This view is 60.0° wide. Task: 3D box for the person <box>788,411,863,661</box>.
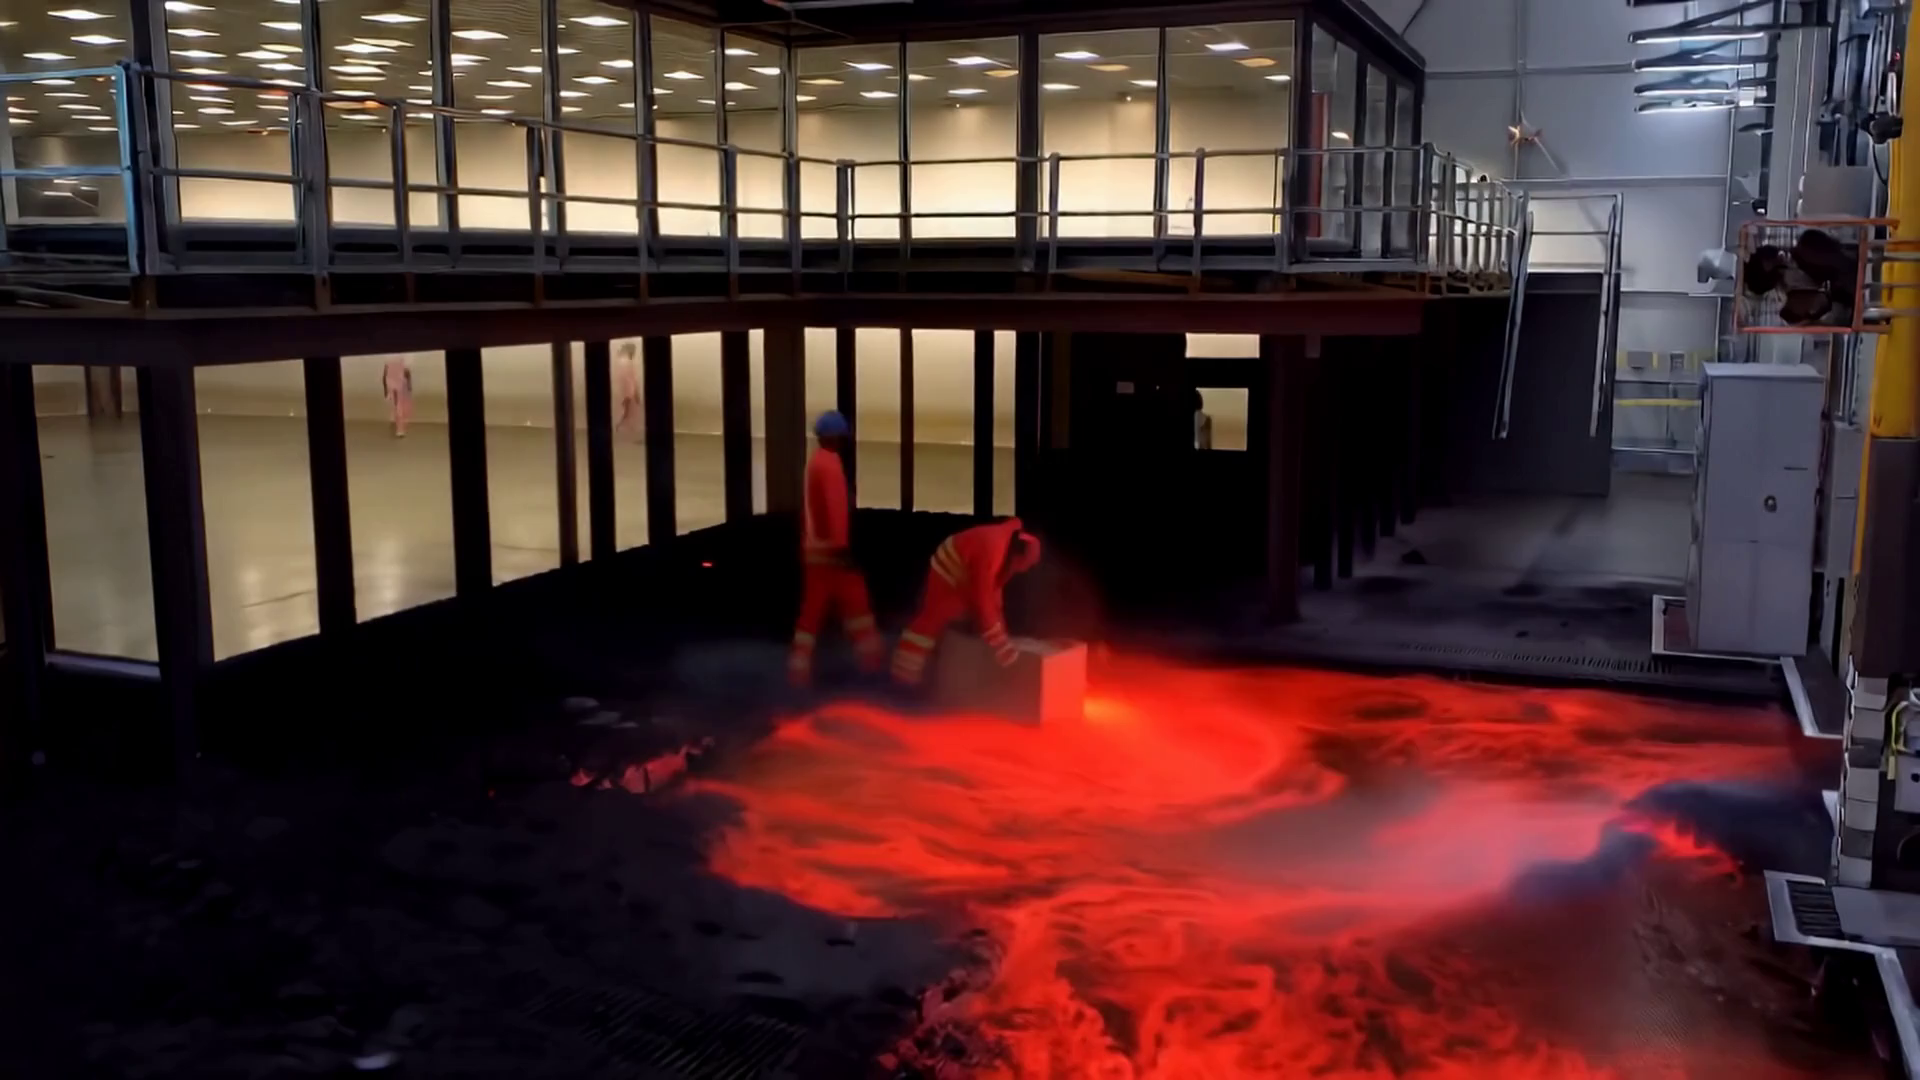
[{"bbox_3d":[-1.042,-0.011,12.889,0.539,1.983,0.635,-4,10,-23],"label":"person"}]
